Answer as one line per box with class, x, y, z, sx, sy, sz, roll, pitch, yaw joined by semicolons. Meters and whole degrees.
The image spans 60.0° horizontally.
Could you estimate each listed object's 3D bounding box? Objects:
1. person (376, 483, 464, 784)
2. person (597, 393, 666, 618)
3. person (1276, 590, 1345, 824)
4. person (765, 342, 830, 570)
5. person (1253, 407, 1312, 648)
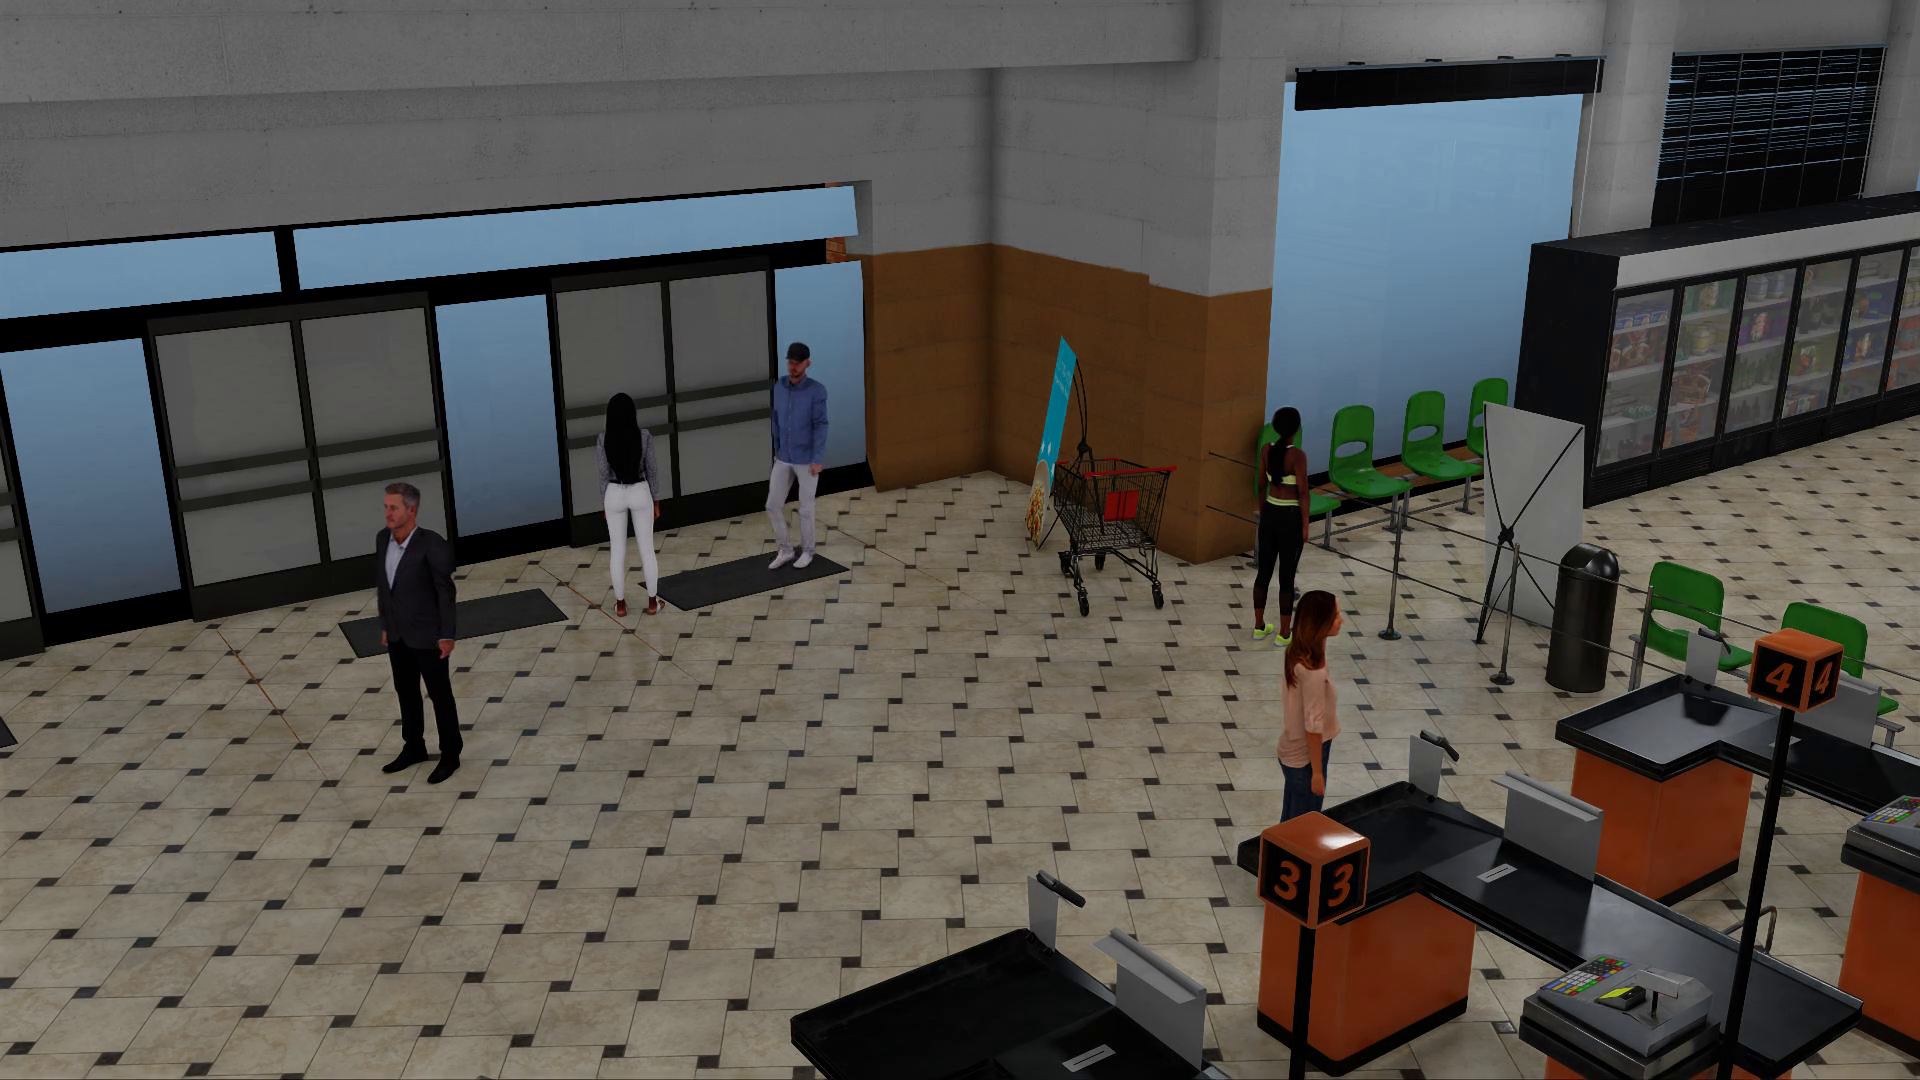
person;-3.236;0.525;9.901;0.732;1.842;0.866;9;21;25
person;-2.473;-0.269;12.441;0.671;1.725;0.675;-2;19;-6
person;1.711;1.092;8.297;0.733;1.792;0.648;1;19;2
person;-1.269;-0.691;13.466;0.764;1.868;0.860;9;21;24
person;2.293;-0.103;11.903;0.510;1.753;0.656;17;25;41
